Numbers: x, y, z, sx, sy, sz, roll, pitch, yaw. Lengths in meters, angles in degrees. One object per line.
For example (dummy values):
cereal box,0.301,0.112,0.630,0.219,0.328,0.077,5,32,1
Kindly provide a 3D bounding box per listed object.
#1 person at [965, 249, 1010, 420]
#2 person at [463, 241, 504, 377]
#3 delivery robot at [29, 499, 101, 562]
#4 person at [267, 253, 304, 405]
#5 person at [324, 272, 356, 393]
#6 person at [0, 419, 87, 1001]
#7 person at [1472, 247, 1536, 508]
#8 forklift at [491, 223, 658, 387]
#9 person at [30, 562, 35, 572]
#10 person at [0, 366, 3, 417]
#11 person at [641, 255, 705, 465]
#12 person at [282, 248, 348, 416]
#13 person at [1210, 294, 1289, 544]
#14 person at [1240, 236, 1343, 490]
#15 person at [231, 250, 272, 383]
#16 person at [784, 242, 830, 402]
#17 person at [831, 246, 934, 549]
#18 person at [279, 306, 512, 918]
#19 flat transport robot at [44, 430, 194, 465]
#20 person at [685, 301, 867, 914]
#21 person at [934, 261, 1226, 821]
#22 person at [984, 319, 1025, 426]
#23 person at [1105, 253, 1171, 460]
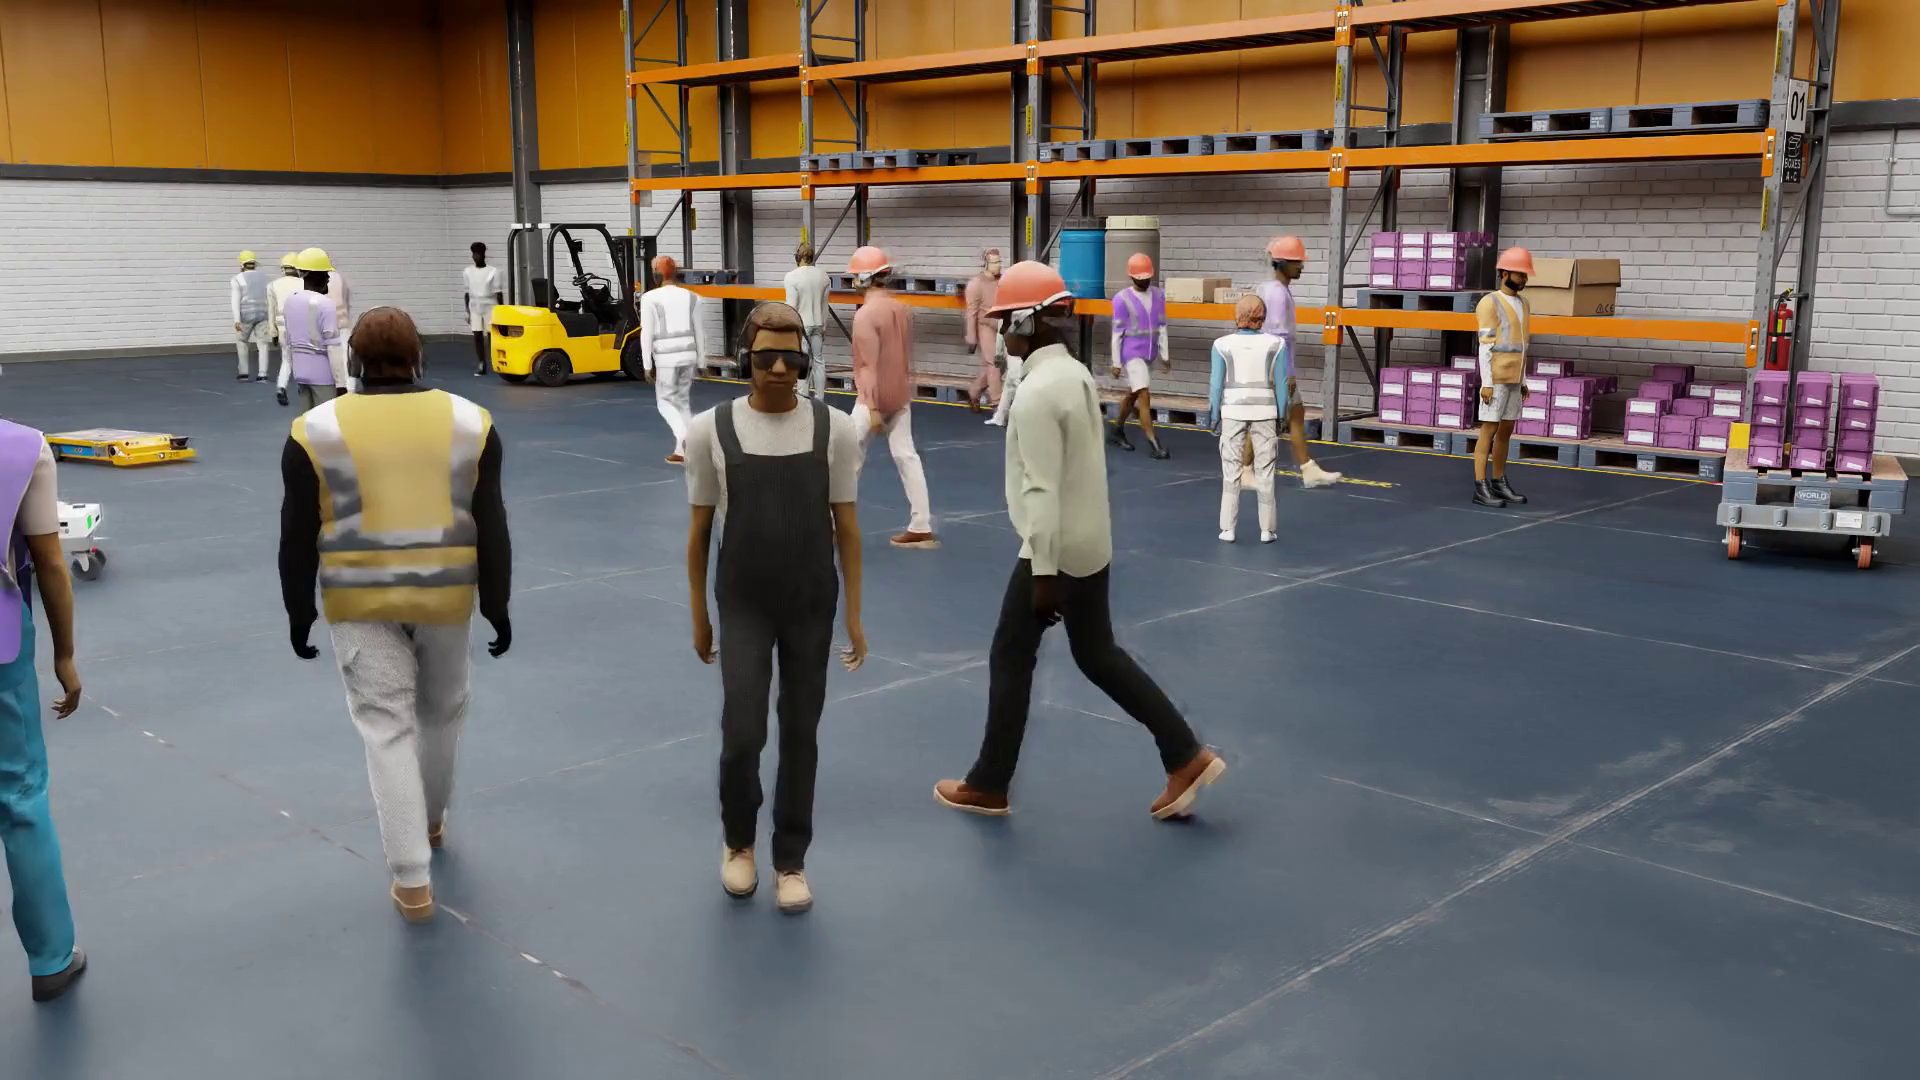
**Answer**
person,0.333,-2.293,18.501,0.648,1.878,0.849,-9,14,-42
person,-6.858,-3.343,24.054,0.601,1.944,0.620,2,11,10
delivery robot,-5.451,-0.079,9.772,0.707,0.478,0.477,-4,11,-20
person,-7.881,-2.476,19.681,0.607,1.821,0.565,1,10,4
person,-7.818,-2.624,20.592,0.972,1.784,0.641,8,13,38
person,-2.595,0.328,4.287,0.572,1.843,0.373,-6,12,-28
person,4.089,-1.216,12.459,0.544,1.937,0.358,-8,13,-39
forklift,-5.316,-3.263,22.920,2.313,2.155,1.214,-10,14,-44
person,-5.786,-0.638,9.879,0.750,1.709,0.514,-4,11,-19
person,-10.864,-2.154,18.477,0.340,1.610,0.551,-5,11,-25
person,-2.452,-1.544,14.458,0.613,1.860,0.608,-8,13,-38
person,-4.827,-1.225,12.535,0.587,1.928,0.362,7,12,33
person,1.895,-0.787,10.926,0.512,1.642,0.312,2,11,9
person,2.628,-1.368,13.105,0.954,2.002,0.636,3,11,15
person,-9.799,-3.076,22.949,0.739,1.802,0.614,9,14,41
person,-1.756,-2.408,18.955,0.372,1.940,0.630,9,14,42
person,-0.597,-0.923,10.819,1.020,1.940,0.612,6,12,29
person,-1.763,0.185,5.169,0.654,1.802,0.901,-6,12,-28
flat transport robot,-7.674,-0.850,15.007,1.431,0.197,0.652,6,12,28
person,-0.537,0.218,4.923,0.503,1.832,0.401,-3,11,-16
person,0.417,0.027,5.691,0.971,1.946,0.667,4,11,21
person,0.585,-1.945,17.368,0.847,1.595,0.528,8,13,38
person,1.606,-1.693,15.280,0.538,1.866,0.988,-8,13,-36
